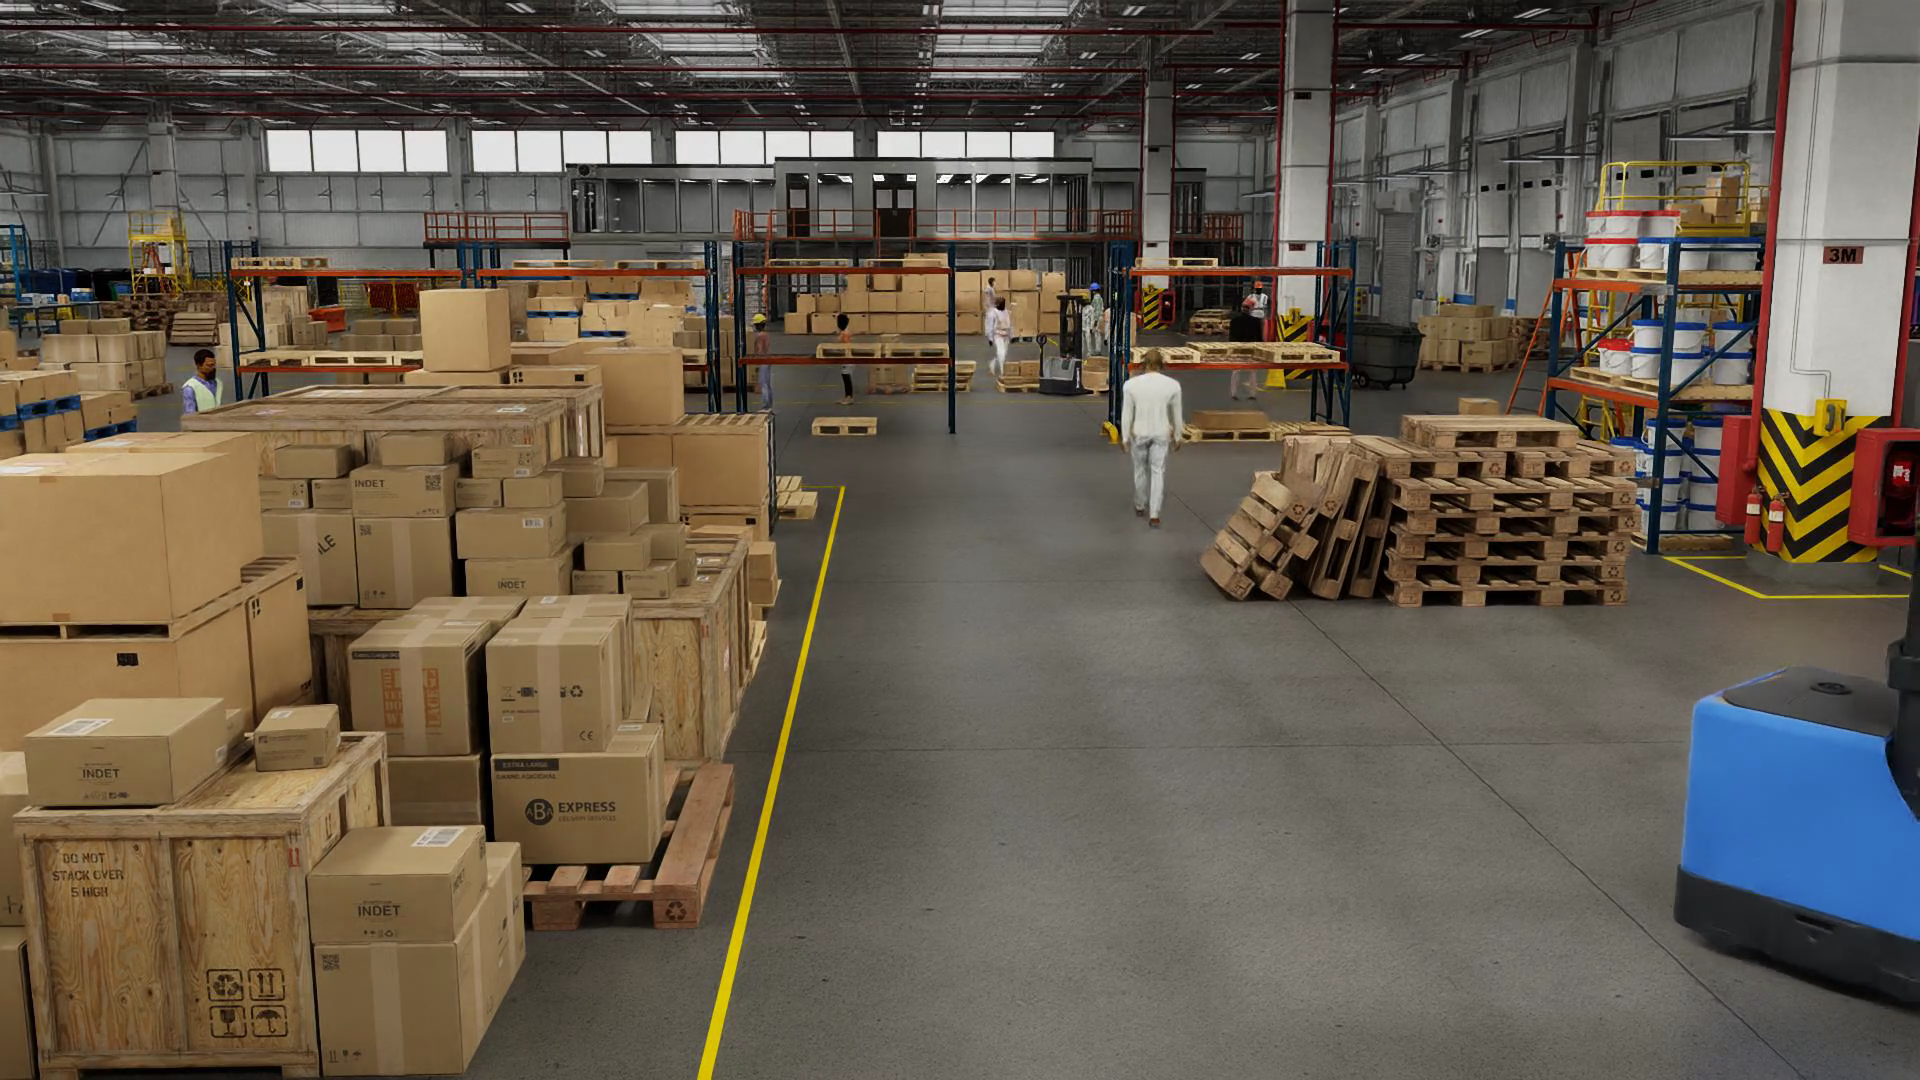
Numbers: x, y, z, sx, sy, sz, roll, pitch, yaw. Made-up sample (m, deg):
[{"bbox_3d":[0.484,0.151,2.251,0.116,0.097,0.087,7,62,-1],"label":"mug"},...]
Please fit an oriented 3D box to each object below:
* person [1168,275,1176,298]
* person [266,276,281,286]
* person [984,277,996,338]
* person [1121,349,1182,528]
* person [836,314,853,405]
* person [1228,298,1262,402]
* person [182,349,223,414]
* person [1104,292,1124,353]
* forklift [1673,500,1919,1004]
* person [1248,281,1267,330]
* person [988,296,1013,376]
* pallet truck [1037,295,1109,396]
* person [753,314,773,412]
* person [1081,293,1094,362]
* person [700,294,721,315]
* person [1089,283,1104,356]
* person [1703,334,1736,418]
[{"bbox_3d":[8.405,-9.903,66.685,0.750,1.962,0.652,-10,14,-44],"label":"person"},{"bbox_3d":[-21.208,-7.220,51.702,0.401,1.993,0.685,4,11,21],"label":"person"},{"bbox_3d":[0.944,-7.309,52.368,0.368,1.932,0.623,1,10,8],"label":"person"},{"bbox_3d":[2.071,-1.115,17.971,0.655,1.879,1.035,1,10,7],"label":"person"},{"bbox_3d":[-2.152,-3.362,31.008,0.317,1.695,0.540,-2,10,-13],"label":"person"},{"bbox_3d":[5.424,-3.612,31.642,0.643,1.977,0.427,1,10,7],"label":"person"},{"bbox_3d":[-8.061,-1.082,17.751,0.406,1.905,0.608,1,10,7],"label":"person"},{"bbox_3d":[3.454,-4.512,36.820,0.582,1.917,0.421,-4,11,-23],"label":"person"},{"bbox_3d":[4.089,0.413,6.681,1.129,2.768,1.873,-9,13,-40],"label":"forklift"},{"bbox_3d":[8.251,-6.196,46.124,0.543,1.939,0.360,-1,10,-4],"label":"person"},{"bbox_3d":[0.868,-4.543,37.242,0.618,1.825,0.760,-9,14,-41],"label":"person"},{"bbox_3d":[2.483,-3.881,33.060,1.885,1.965,0.823,-7,13,-36],"label":"pallet truck"},{"bbox_3d":[-3.501,-3.108,29.408,0.329,1.765,0.526,2,10,13],"label":"person"},{"bbox_3d":[3.129,-5.353,41.967,0.492,1.742,0.320,7,13,36],"label":"person"},{"bbox_3d":[-5.400,-4.306,35.647,0.612,1.912,0.500,8,13,39],"label":"person"},{"bbox_3d":[3.618,-5.862,44.266,0.413,1.935,0.608,1,10,6],"label":"person"},{"bbox_3d":[9.525,-1.639,20.772,0.575,1.925,0.494,-6,12,-32],"label":"person"}]
